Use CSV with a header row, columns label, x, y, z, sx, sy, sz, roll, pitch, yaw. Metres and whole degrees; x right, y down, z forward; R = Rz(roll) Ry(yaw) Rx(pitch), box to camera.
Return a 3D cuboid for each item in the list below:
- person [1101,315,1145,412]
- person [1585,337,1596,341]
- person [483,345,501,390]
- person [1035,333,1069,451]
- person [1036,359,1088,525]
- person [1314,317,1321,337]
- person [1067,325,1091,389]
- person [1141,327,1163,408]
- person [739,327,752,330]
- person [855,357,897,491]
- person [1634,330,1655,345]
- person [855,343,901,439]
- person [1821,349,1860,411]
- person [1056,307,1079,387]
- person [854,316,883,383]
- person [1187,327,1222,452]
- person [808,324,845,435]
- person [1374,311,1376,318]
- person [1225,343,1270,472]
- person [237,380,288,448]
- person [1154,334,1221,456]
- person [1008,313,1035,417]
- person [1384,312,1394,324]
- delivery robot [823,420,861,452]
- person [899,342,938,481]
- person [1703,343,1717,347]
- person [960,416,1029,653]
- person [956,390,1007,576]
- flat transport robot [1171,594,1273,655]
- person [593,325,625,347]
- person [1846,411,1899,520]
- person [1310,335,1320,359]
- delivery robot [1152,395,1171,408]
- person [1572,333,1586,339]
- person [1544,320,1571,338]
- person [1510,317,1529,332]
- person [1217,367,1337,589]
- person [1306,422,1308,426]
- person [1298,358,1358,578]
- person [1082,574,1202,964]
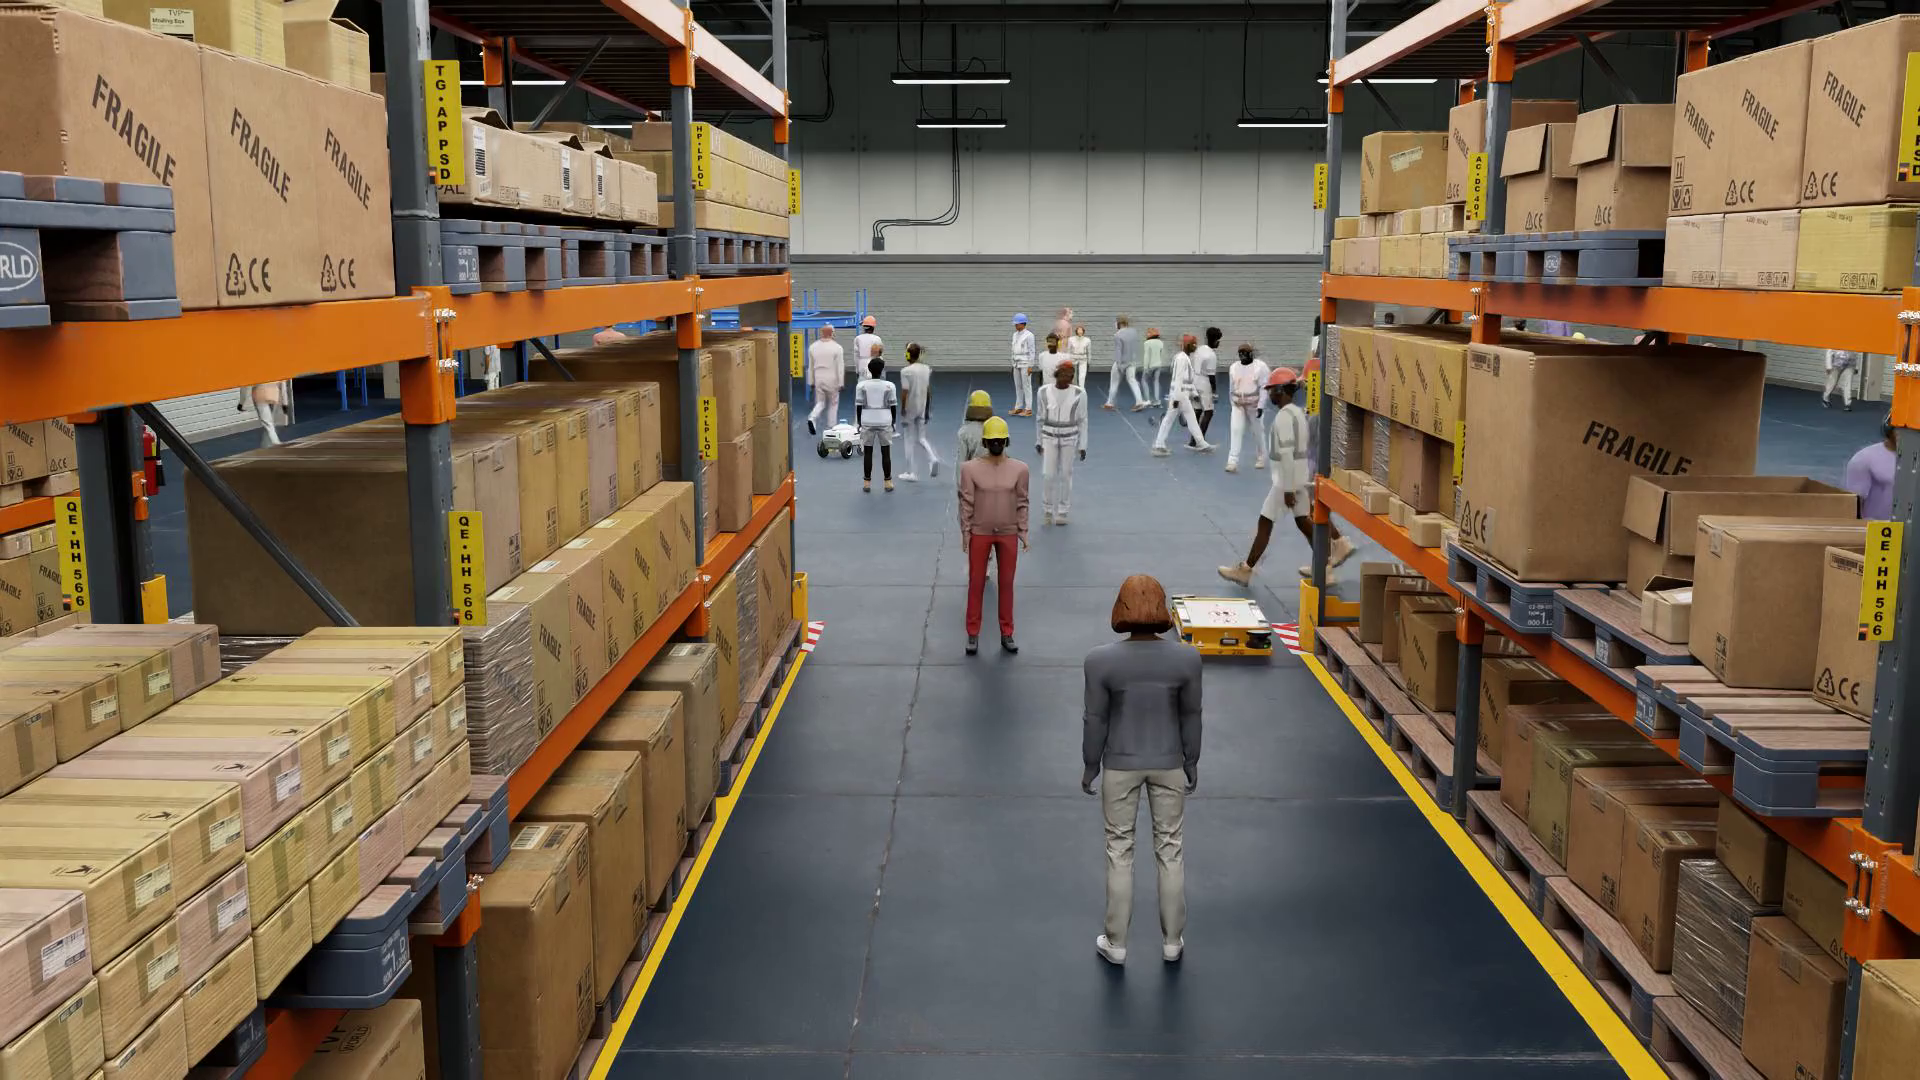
label,x,y,z,sx,sy,sz,roll,pitch,yaw
person,3.226,-3.456,32.518,0.617,1.892,0.987,-8,13,-41
person,8.315,-1.700,21.903,0.616,1.916,0.826,-3,10,-16
person,-8.409,-2.994,29.828,0.319,1.864,0.516,1,10,7
person,1.421,-2.287,25.716,0.561,1.815,0.991,3,10,17
person,1.118,-1.071,18.324,0.596,1.843,0.707,2,10,10
person,8.875,-4.766,40.183,0.624,1.941,1.018,1,9,4
person,2.511,-3.746,35.082,0.507,1.607,0.813,1,10,8
person,3.843,-3.456,33.313,0.524,1.611,0.494,-6,11,-34
person,-3.622,-2.779,28.442,0.562,1.907,0.948,-1,10,-9
person,-1.065,-1.478,21.224,0.542,1.695,0.316,0,9,0
person,13.635,-3.494,33.096,0.533,1.768,0.310,8,12,39
person,-1.408,-2.431,27.269,0.895,1.585,0.519,-9,13,-42
person,17.432,-3.466,32.898,0.633,1.788,0.879,1,10,7
person,2.470,-4.324,37.738,0.810,1.875,0.659,-2,10,-9
person,-1.642,-3.089,30.154,0.551,1.936,0.357,4,10,22
person,3.779,-2.347,25.789,0.371,1.929,0.788,-2,10,-14
person,-2.231,-2.603,27.405,0.650,1.891,0.596,5,11,28
person,8.521,-3.839,34.673,0.354,1.930,0.587,9,13,43
person,4.039,-1.867,23.273,0.622,1.797,0.967,5,11,30
person,-10.013,-2.025,24.000,0.983,1.880,0.594,6,11,34
person,3.394,-2.168,24.955,1.012,1.825,0.599,1,10,5
person,1.163,-3.308,31.445,0.408,1.942,0.615,-6,11,-34
person,8.789,-3.734,34.184,0.596,1.889,0.650,7,12,37
delivery robot,-1.755,-1.568,25.024,0.477,0.478,0.707,5,11,28
person,-0.573,-1.702,22.117,0.530,1.849,0.610,-8,12,-39
person,9.815,-1.662,21.883,0.564,1.846,0.390,0,9,3
person,0.263,-0.043,12.422,0.526,1.769,0.328,-1,10,-6
person,0.193,-0.518,15.363,0.504,1.735,0.363,-2,10,-15
flat transport robot,2.010,0.646,12.892,0.652,0.197,1.431,1,9,3
person,-6.341,-3.120,30.169,0.622,1.992,0.394,-3,10,-18
person,6.629,-0.010,11.894,0.654,1.878,1.044,0,9,3
person,6.850,-3.211,31.294,0.539,1.803,0.633,9,13,42
delivery robot,3.708,-2.474,29.674,0.335,0.223,0.698,-5,11,-30
person,9.978,-2.468,26.942,0.301,1.772,0.524,9,13,43
person,15.127,-5.037,42.082,0.972,1.856,0.658,-9,13,-43
person,11.522,-3.684,34.064,0.666,1.821,0.672,-6,11,-34
person,2.885,-0.537,14.754,1.089,1.975,0.626,5,11,26
person,6.513,-2.895,28.811,1.048,2.000,0.695,2,10,11
person,3.337,-0.658,15.297,0.527,2.032,0.662,2,10,13
person,0.751,0.948,6.889,0.498,1.632,0.285,-1,9,-4
